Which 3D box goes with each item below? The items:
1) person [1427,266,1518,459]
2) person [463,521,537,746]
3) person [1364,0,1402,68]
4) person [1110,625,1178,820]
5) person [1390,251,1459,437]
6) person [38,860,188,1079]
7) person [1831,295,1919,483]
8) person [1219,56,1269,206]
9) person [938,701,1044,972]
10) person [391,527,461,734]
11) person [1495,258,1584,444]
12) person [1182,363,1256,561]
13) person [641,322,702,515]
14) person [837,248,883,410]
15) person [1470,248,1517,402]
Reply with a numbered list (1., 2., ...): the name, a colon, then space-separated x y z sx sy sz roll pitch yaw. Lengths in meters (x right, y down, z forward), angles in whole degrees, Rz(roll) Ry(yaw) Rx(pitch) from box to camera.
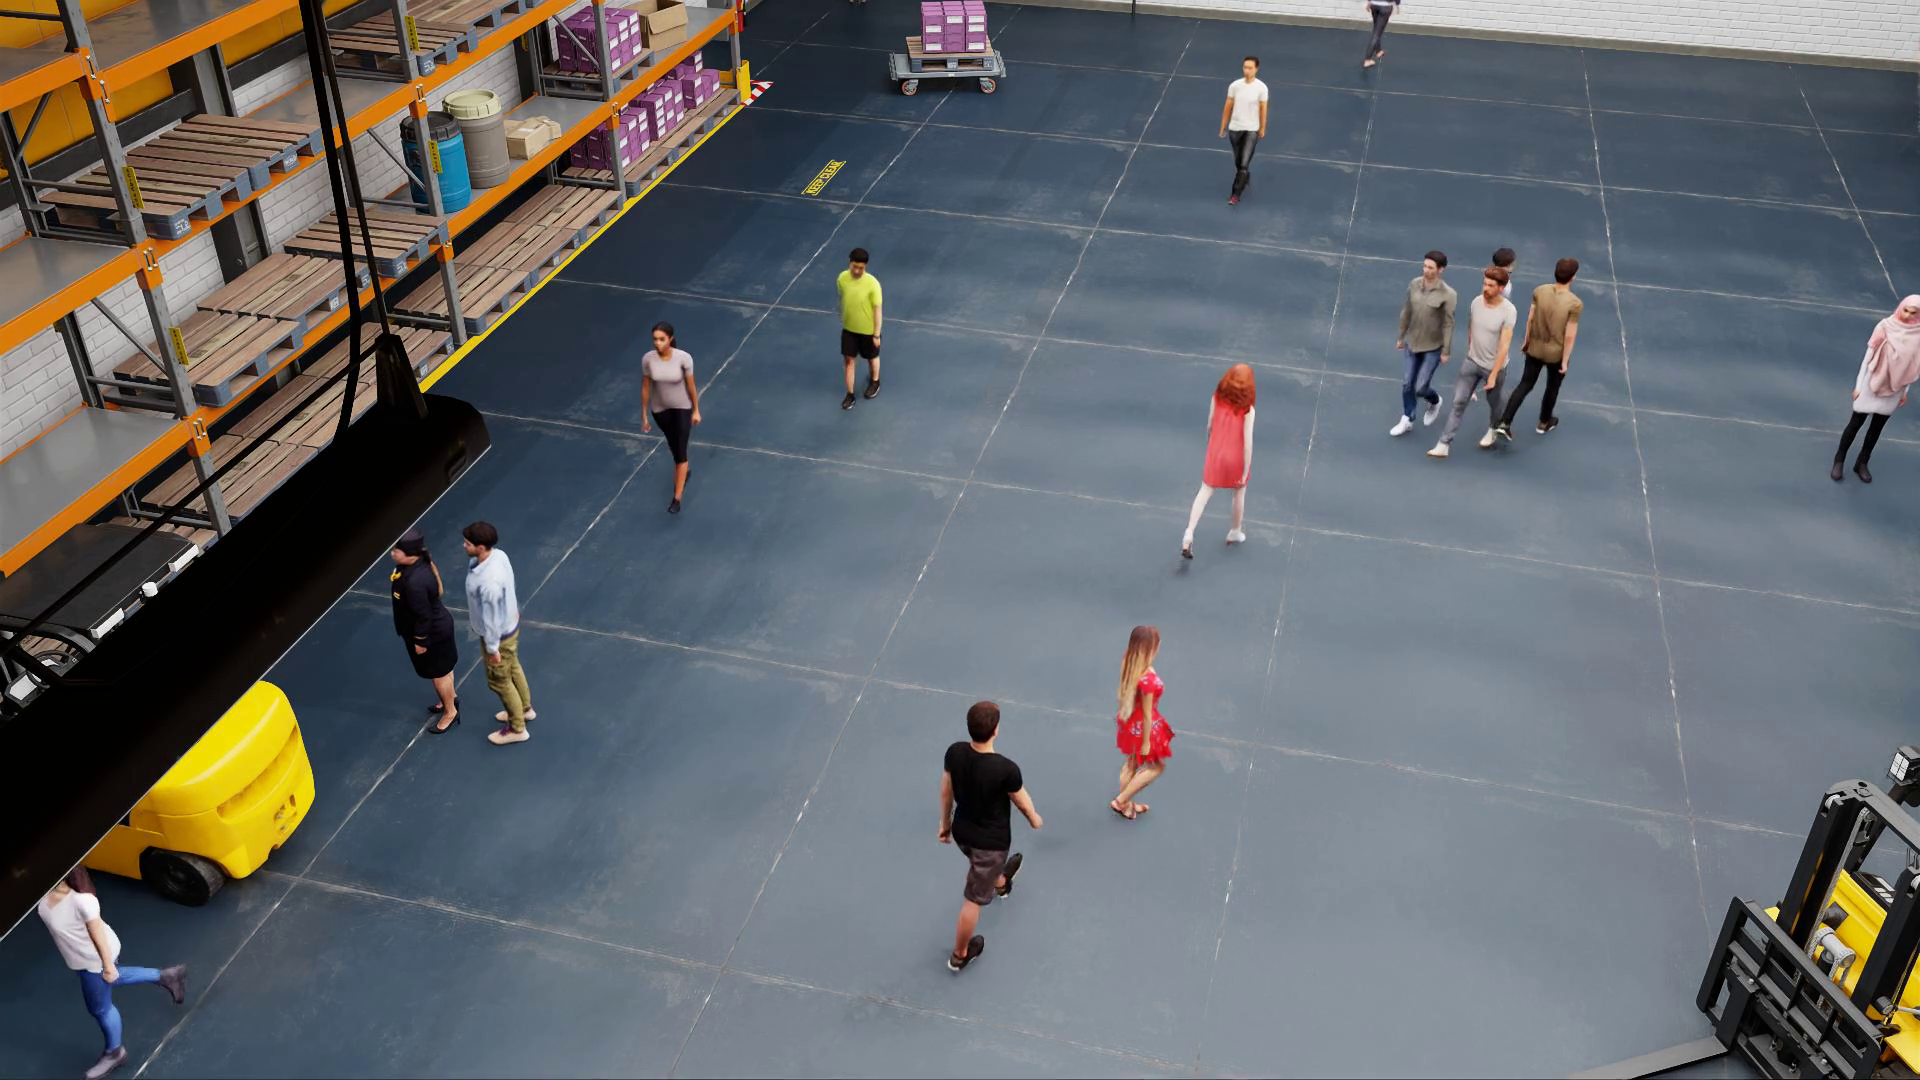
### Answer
1. person: 4.848 -1.612 15.132 1.297 1.839 1.086 -27 42 -34
2. person: -3.246 0.627 11.790 0.824 1.810 0.662 -4 34 -6
3. person: 6.212 -7.904 24.690 0.905 1.737 1.057 29 43 36
4. person: 1.110 1.256 11.048 0.797 1.584 0.743 -10 35 -15
5. person: 4.376 -1.831 15.454 0.989 1.848 0.926 -25 41 -32
6. person: -4.817 2.300 9.403 0.853 1.667 1.069 24 40 32
7. person: 8.186 -1.354 14.777 0.628 1.803 0.584 6 34 10
8. person: 3.506 -5.042 20.364 0.799 1.761 1.187 14 36 21
9. person: 0.063 1.824 9.982 0.952 1.818 1.258 23 40 30
10. person: -3.809 0.642 11.893 0.864 1.671 0.744 -8 34 -11
11. person: 5.342 -1.705 15.286 1.270 1.824 1.077 -27 42 -34
12. person: 2.139 -0.618 13.669 0.852 1.804 1.128 23 40 30
13. person: -2.493 -1.154 14.565 0.708 1.704 1.138 4 34 6
14. person: -0.945 -2.103 16.034 0.652 1.658 0.894 14 36 20
15. person: 5.151 -2.190 16.263 0.850 1.550 0.524 4 34 6
